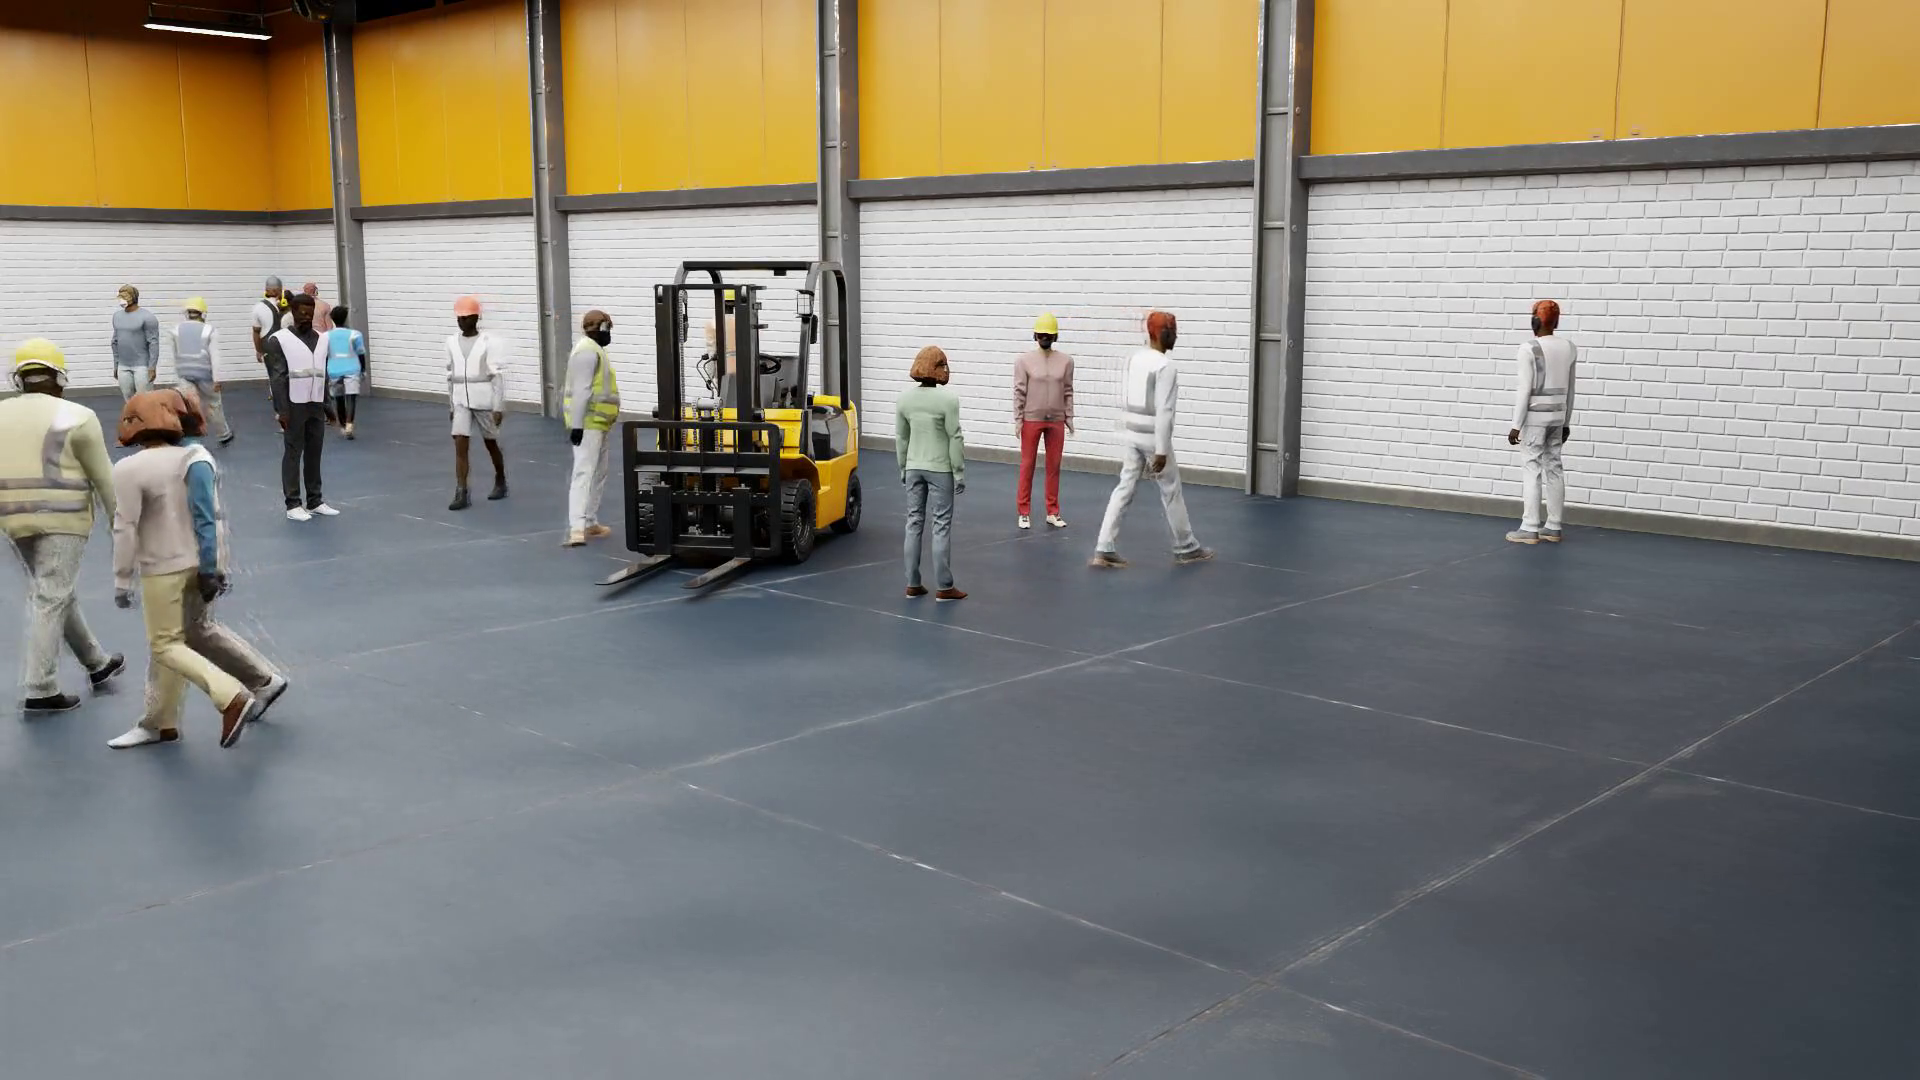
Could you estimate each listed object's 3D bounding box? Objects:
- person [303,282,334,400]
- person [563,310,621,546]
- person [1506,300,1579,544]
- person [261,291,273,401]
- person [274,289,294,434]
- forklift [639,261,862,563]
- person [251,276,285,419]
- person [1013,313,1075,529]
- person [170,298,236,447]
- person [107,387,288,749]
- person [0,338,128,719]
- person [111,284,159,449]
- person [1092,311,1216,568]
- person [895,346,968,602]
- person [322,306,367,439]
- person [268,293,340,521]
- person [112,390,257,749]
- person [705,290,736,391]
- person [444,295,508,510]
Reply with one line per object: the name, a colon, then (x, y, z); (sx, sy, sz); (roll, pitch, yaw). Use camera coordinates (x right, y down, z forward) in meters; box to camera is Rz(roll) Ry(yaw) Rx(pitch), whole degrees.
person: (-10.403, -3.188, 26.769); (0.646, 1.908, 0.408); (-2, 9, -13)
person: (-2.858, -0.872, 12.914); (0.434, 1.806, 0.779); (-1, 9, -4)
person: (4.497, -0.908, 12.860); (0.584, 1.882, 0.339); (-4, 10, -25)
person: (-10.985, -3.160, 26.708); (0.535, 1.869, 0.314); (-7, 12, -37)
person: (-8.646, -2.292, 21.444); (0.392, 1.860, 0.553); (0, 9, 2)
forklift: (-1.552, -1.040, 12.721); (1.214, 2.155, 2.313); (2, 9, 11)
person: (-9.631, -2.725, 23.522); (0.698, 2.000, 0.657); (-5, 10, -26)
person: (0.694, -0.969, 13.602); (0.528, 1.765, 0.328); (-3, 10, -16)
person: (-8.872, -1.930, 19.447); (0.614, 1.774, 0.922); (0, 9, 0)
person: (-3.471, 0.106, 7.491); (0.731, 1.599, 0.535); (-7, 12, -37)
person: (-4.371, -0.080, 8.096); (0.627, 1.779, 0.886); (2, 9, 10)
person: (-9.749, -2.045, 19.662); (0.627, 1.941, 0.371); (3, 10, 17)
person: (1.357, -0.702, 11.805); (1.007, 1.832, 0.594); (-5, 10, -27)
person: (-0.185, -0.423, 10.648); (0.498, 1.634, 0.280); (6, 11, 33)
person: (-7.706, -2.095, 20.781); (0.526, 1.668, 0.829); (-1, 9, -8)
person: (-5.585, -1.133, 14.153); (0.386, 1.914, 0.587); (4, 10, 24)
person: (-3.385, 0.146, 7.292); (0.729, 1.600, 0.515); (3, 10, 17)
person: (-2.590, -1.887, 18.729); (0.589, 1.928, 0.385); (-5, 11, -28)
person: (-4.353, -1.254, 14.969); (0.556, 1.896, 0.970); (1, 9, 7)
